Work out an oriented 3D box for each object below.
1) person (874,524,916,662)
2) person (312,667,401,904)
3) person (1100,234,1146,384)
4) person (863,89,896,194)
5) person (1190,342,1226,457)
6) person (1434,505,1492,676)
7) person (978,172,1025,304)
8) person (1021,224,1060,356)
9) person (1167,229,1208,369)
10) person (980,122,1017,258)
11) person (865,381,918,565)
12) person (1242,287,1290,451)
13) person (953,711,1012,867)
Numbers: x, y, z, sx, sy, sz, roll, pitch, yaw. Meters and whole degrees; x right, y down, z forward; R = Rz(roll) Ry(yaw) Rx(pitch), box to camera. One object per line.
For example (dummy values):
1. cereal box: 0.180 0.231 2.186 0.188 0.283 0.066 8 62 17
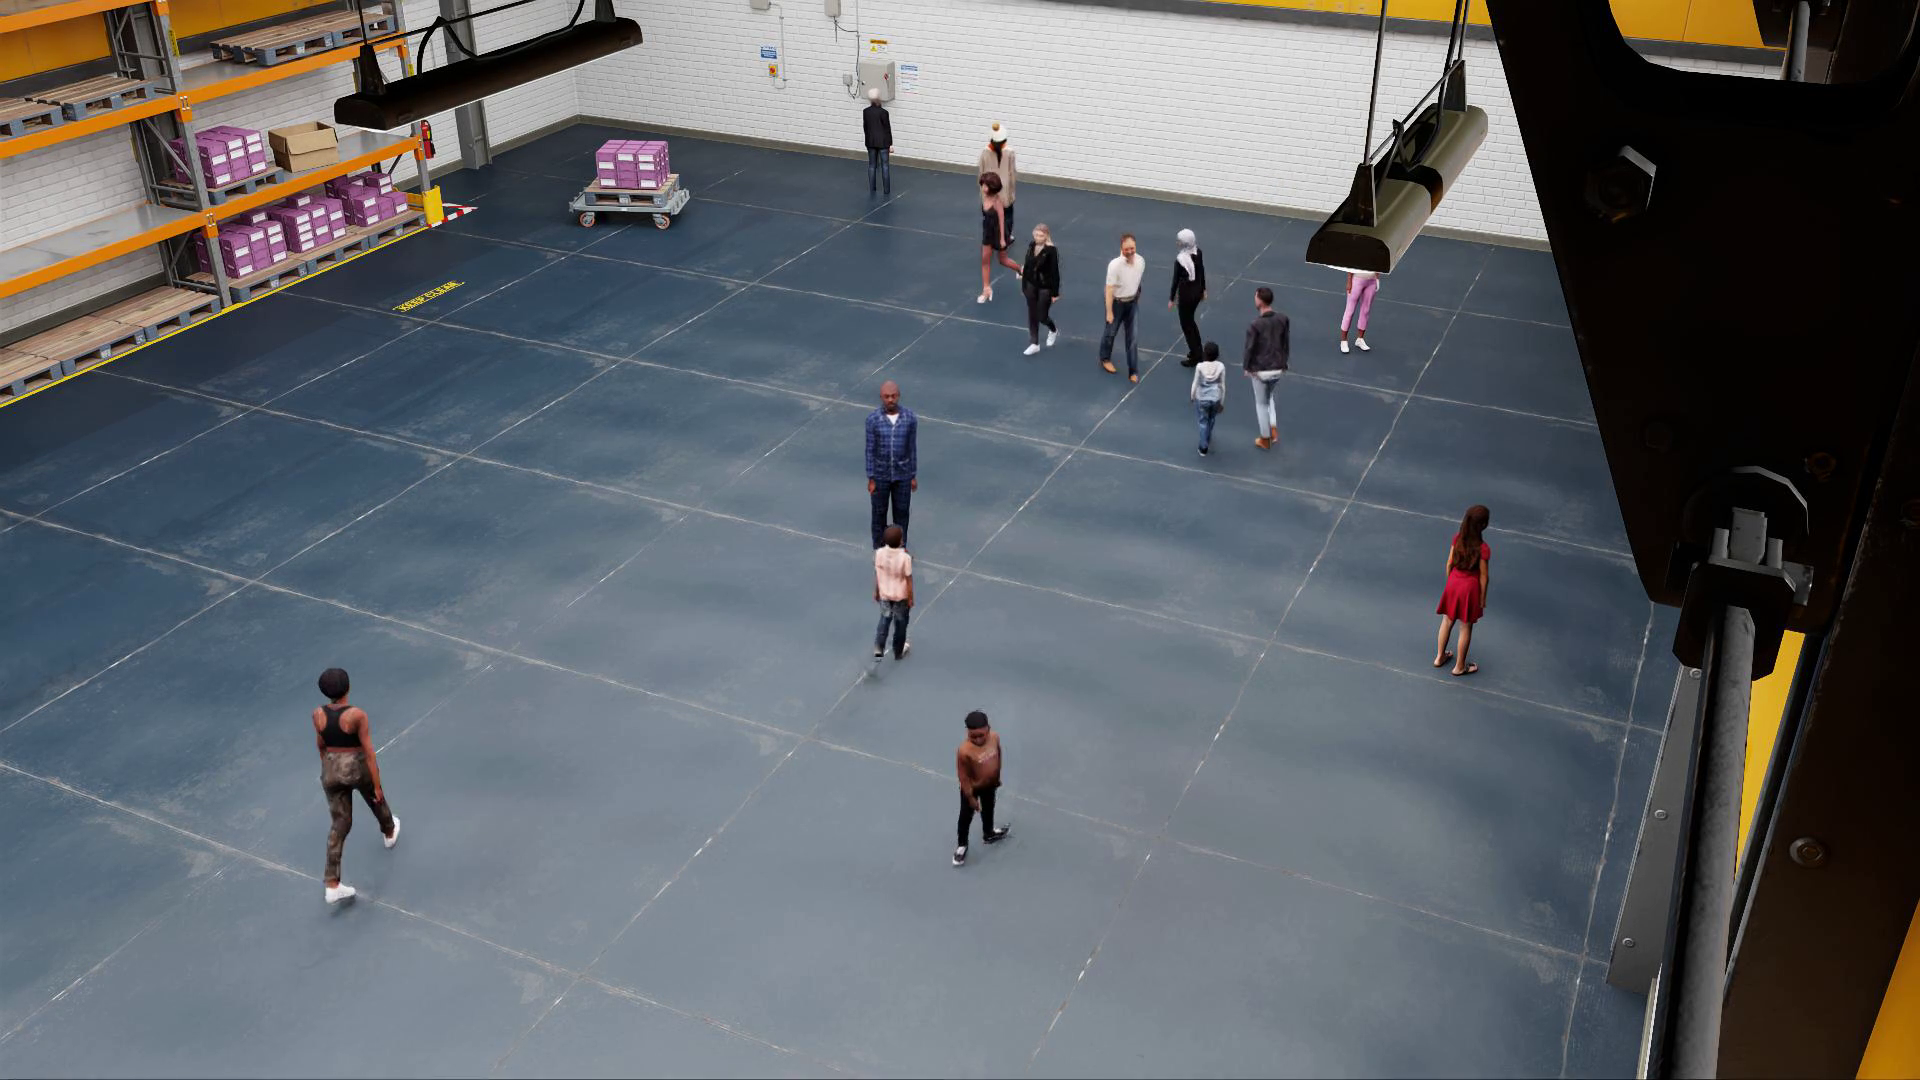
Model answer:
1. person: -0.589 0.477 14.093 0.501 1.303 0.640 11 31 20
2. person: -4.251 1.711 11.466 0.904 1.652 1.279 4 29 8
3. person: 1.870 -2.782 19.544 1.174 1.804 1.234 -13 31 -22
4. person: -1.248 -6.232 26.223 0.747 1.778 0.590 15 32 25
5. person: 2.653 -1.493 17.768 0.696 1.241 0.827 -2 29 -4
6. person: 4.235 0.404 13.964 0.709 1.553 0.652 -23 36 -35
7. person: 0.536 -3.980 21.807 1.148 1.740 0.876 -22 35 -34
8. person: 1.042 -3.060 20.198 0.838 1.666 0.767 -22 36 -35
9. person: 2.757 -2.833 19.706 0.650 1.738 0.836 -16 33 -27
10. person: 0.507 -4.893 23.345 0.815 1.870 0.997 5 29 9
11. person: -0.654 -0.652 15.622 0.765 1.819 0.809 -7 29 -13
12. person: 3.301 -1.775 17.682 0.760 1.819 0.834 -10 30 -17
13. person: 0.154 1.707 11.902 0.811 1.241 0.619 22 35 34
